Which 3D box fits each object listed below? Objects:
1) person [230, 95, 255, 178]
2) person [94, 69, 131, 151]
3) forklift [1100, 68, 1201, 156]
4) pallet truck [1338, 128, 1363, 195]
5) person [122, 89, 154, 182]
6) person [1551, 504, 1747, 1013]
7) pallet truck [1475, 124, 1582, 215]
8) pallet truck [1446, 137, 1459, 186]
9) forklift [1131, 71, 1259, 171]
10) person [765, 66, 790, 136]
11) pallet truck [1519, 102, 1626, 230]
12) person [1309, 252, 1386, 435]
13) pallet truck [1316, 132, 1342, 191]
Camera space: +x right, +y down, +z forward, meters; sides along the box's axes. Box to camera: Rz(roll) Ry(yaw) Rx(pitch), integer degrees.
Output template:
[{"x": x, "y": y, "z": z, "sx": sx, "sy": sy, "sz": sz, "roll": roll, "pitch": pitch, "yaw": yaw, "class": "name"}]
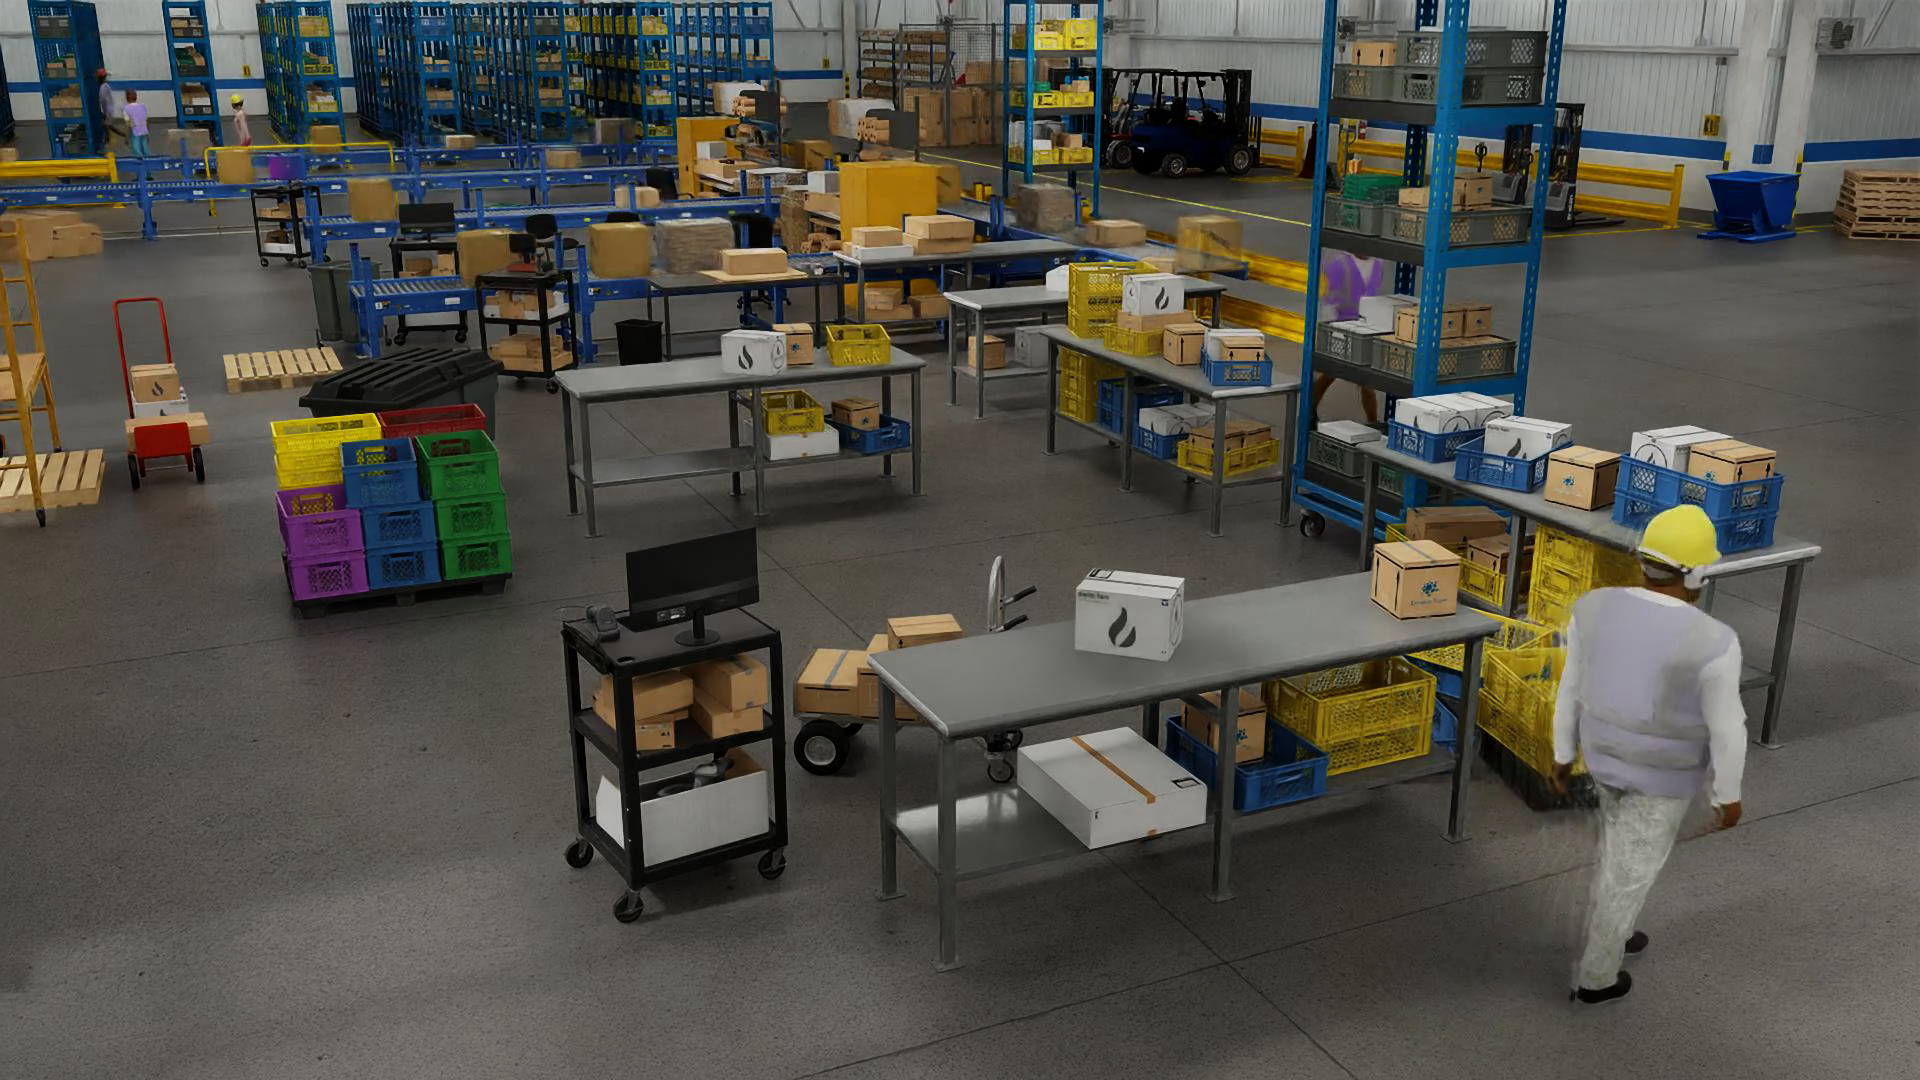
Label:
[{"x": -14.561, "y": -8.130, "z": 33.762, "sx": 0.329, "sy": 1.765, "sz": 0.526, "roll": -6, "pitch": 19, "yaw": -19, "class": "person"}, {"x": -21.198, "y": -10.729, "z": 41.538, "sx": 0.790, "sy": 2.020, "sz": 0.620, "roll": -7, "pitch": 19, "yaw": -22, "class": "person"}, {"x": 4.082, "y": -9.564, "z": 37.410, "sx": 2.680, "sy": 1.987, "sz": 1.157, "roll": -8, "pitch": 19, "yaw": -23, "class": "forklift"}, {"x": 7.845, "y": -7.140, "z": 31.411, "sx": 1.522, "sy": 1.261, "sz": 0.704, "roll": -9, "pitch": 20, "yaw": -25, "class": "pallet truck"}, {"x": -16.871, "y": -8.292, "z": 34.130, "sx": 0.389, "sy": 1.850, "sz": 0.566, "roll": 7, "pitch": 19, "yaw": 21, "class": "person"}, {"x": 2.414, "y": 0.745, "z": 5.721, "sx": 0.684, "sy": 1.806, "sz": 0.611, "roll": -12, "pitch": 21, "yaw": -32, "class": "person"}, {"x": 9.707, "y": -6.455, "z": 28.103, "sx": 1.885, "sy": 1.965, "sz": 0.823, "roll": -7, "pitch": 19, "yaw": -20, "class": "pallet truck"}, {"x": 9.184, "y": -6.485, "z": 29.328, "sx": 1.630, "sy": 1.274, "sz": 0.653, "roll": -8, "pitch": 19, "yaw": -23, "class": "pallet truck"}, {"x": 4.998, "y": -8.936, "z": 35.413, "sx": 2.680, "sy": 1.987, "sz": 1.157, "roll": -9, "pitch": 20, "yaw": -25, "class": "forklift"}, {"x": -5.208, "y": -12.296, "z": 46.592, "sx": 0.888, "sy": 1.979, "sz": 0.624, "roll": 0, "pitch": 18, "yaw": 1, "class": "person"}, {"x": 9.972, "y": -6.037, "z": 26.785, "sx": 1.885, "sy": 1.965, "sz": 0.823, "roll": -9, "pitch": 20, "yaw": -25, "class": "pallet truck"}, {"x": 3.110, "y": -1.660, "z": 13.198, "sx": 0.596, "sy": 1.880, "sz": 1.033, "roll": -8, "pitch": 19, "yaw": -24, "class": "person"}, {"x": 7.723, "y": -7.504, "z": 32.656, "sx": 1.601, "sy": 1.201, "sz": 0.680, "roll": -8, "pitch": 19, "yaw": -23, "class": "pallet truck"}]
